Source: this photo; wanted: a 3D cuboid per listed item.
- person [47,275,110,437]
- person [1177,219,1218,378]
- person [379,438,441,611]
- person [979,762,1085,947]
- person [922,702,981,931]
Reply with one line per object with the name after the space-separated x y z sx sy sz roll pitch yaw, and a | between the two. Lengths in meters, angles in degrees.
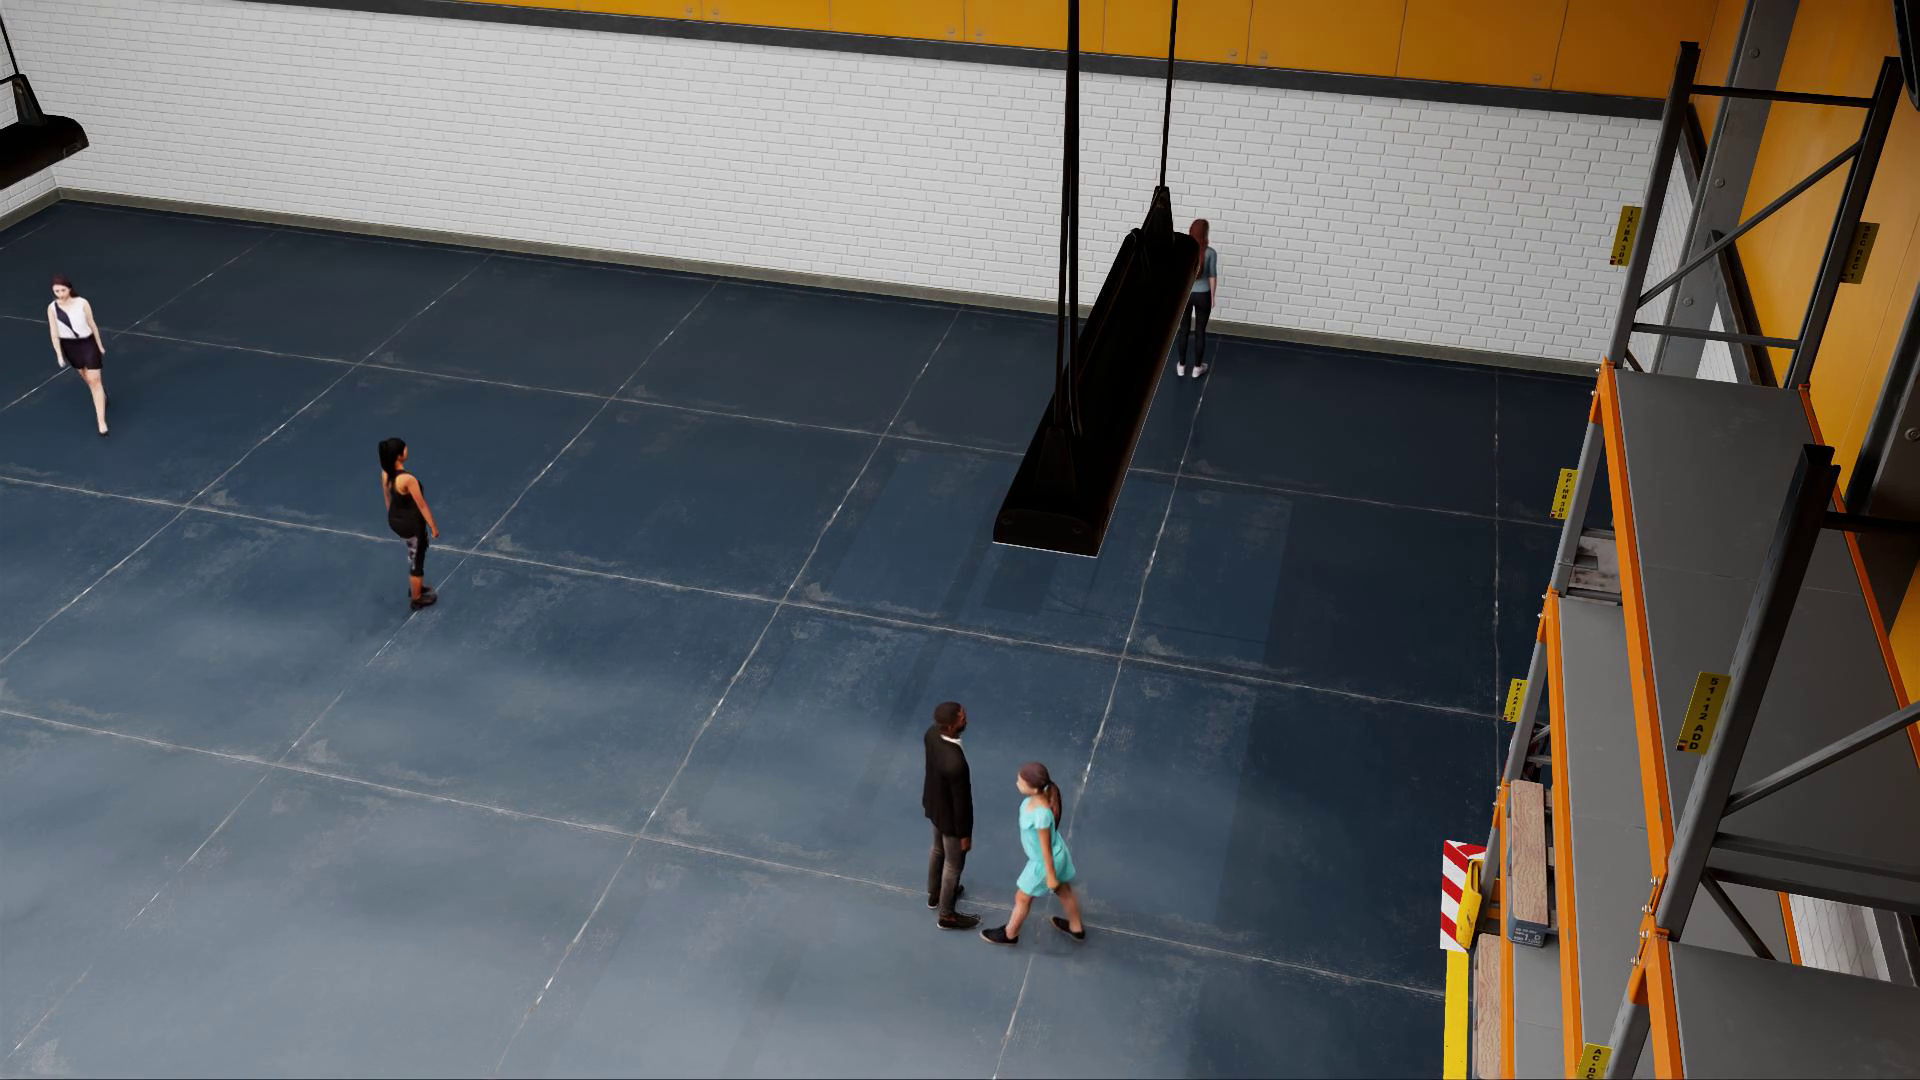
-8.802 -1.911 16.678 1.001 1.603 1.150 -13 36 -18 | person
2.471 -2.544 17.506 0.595 1.742 0.545 11 35 17 | person
-4.677 -0.105 13.914 0.682 1.656 0.692 24 40 31 | person
0.604 2.063 10.772 0.700 1.525 0.882 5 34 8 | person
-0.076 1.798 10.922 0.815 1.800 0.726 -13 36 -18 | person
